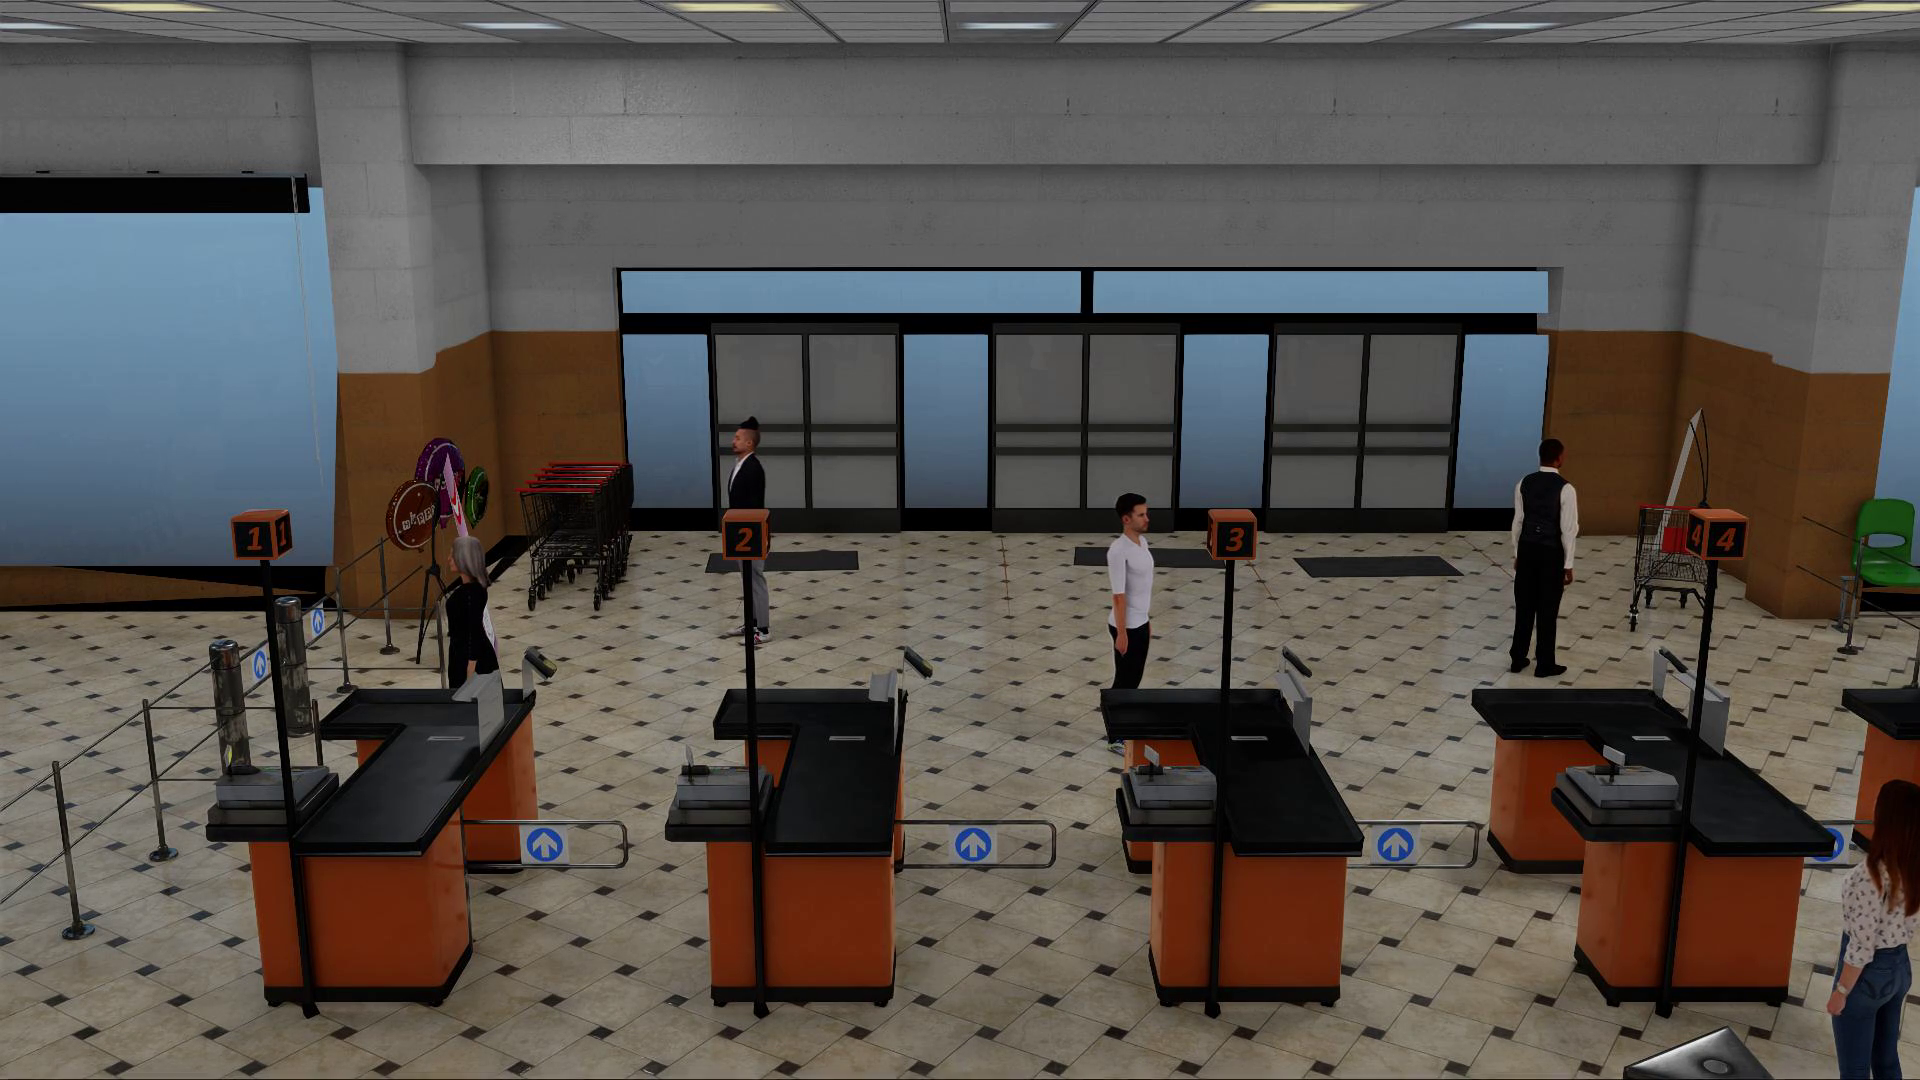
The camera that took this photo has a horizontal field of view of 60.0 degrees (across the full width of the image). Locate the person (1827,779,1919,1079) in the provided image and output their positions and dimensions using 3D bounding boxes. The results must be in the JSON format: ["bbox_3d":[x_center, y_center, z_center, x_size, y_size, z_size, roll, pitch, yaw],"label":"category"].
[{"bbox_3d":[3.775,1.800,6.854,0.653,1.729,0.666,-8,16,-30],"label":"person"}]

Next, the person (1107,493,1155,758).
[{"bbox_3d":[1.190,0.575,11.643,0.819,1.851,0.669,7,15,26],"label":"person"}]

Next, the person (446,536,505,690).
[{"bbox_3d":[-3.182,0.819,10.860,0.739,1.747,0.627,-6,15,-22],"label":"person"}]

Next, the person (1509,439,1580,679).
[{"bbox_3d":[4.657,0.134,13.317,0.830,1.919,0.764,-13,19,-42],"label":"person"}]

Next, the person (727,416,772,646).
[{"bbox_3d":[-1.784,-0.088,14.174,0.847,1.948,0.686,-5,15,-21],"label":"person"}]
